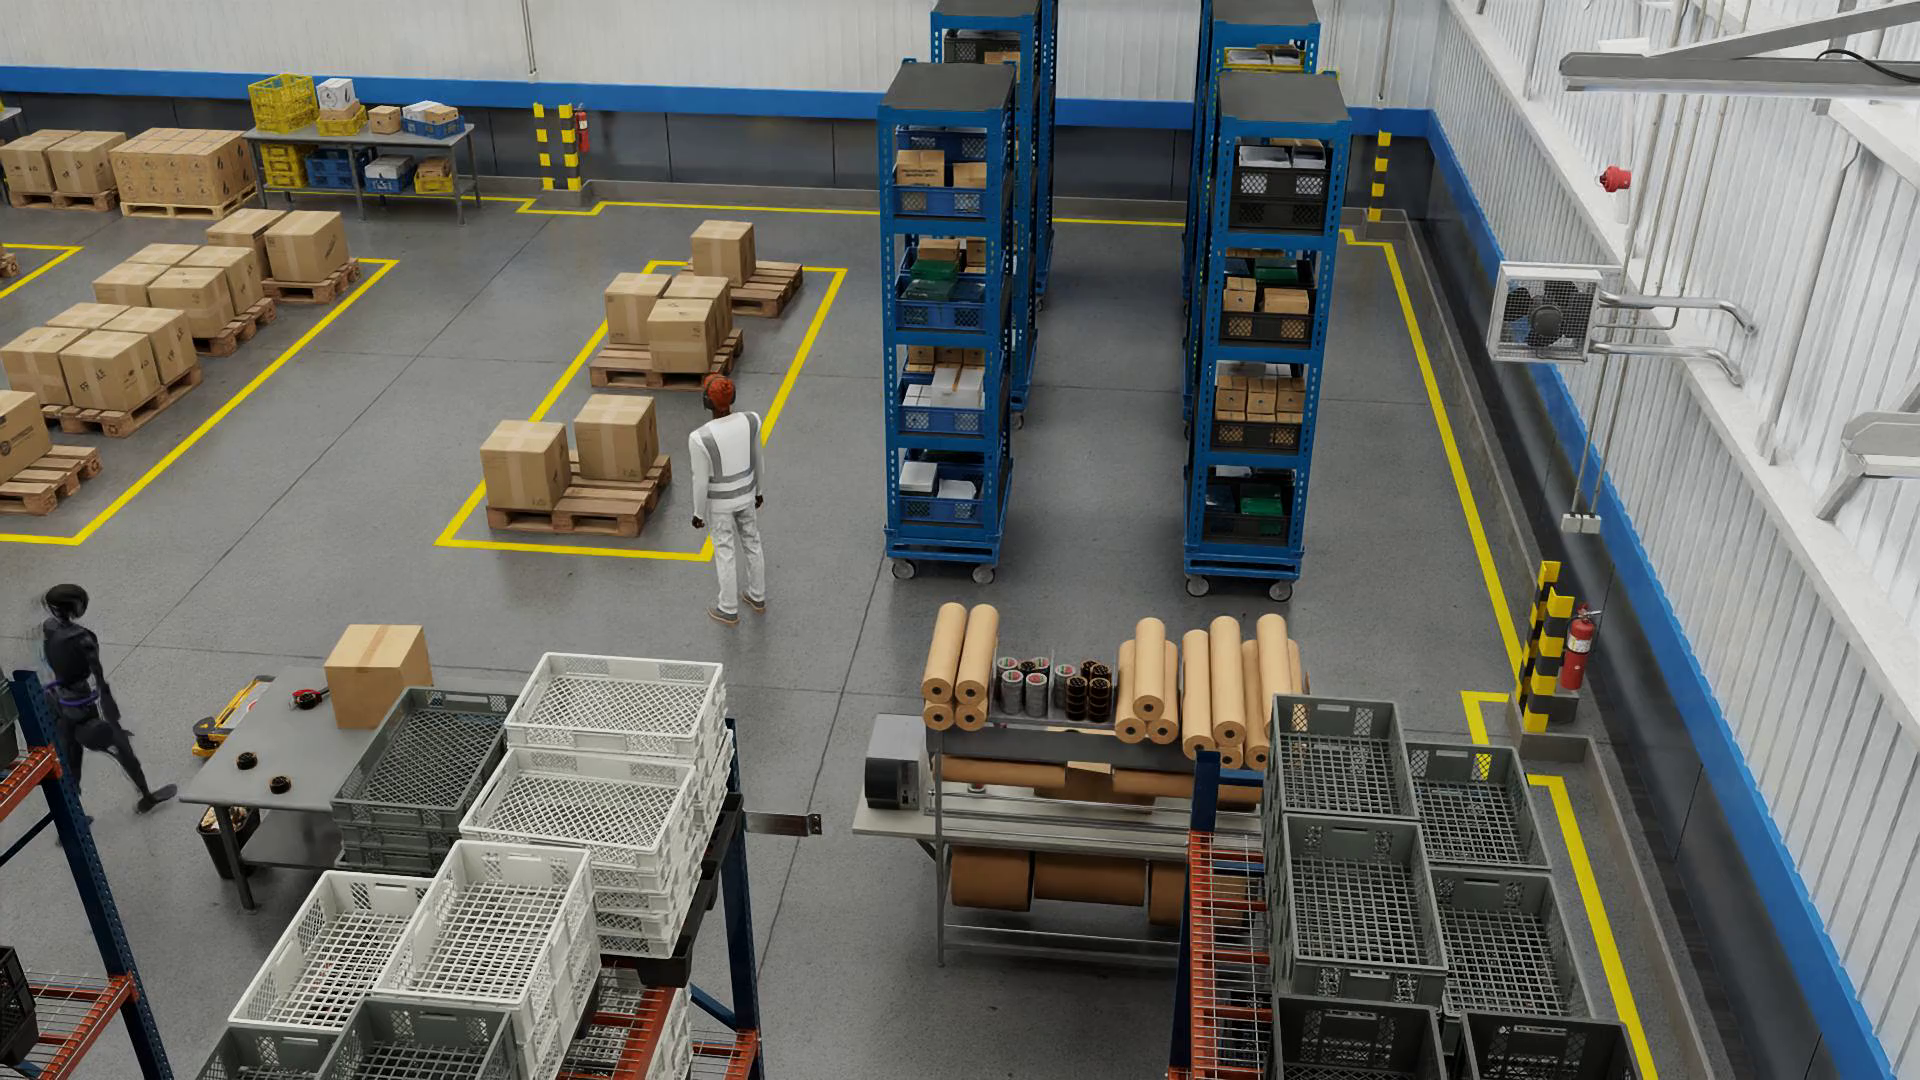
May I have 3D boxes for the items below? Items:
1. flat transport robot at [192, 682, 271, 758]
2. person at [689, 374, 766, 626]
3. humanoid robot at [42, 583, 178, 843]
[{"bbox_3d":[-4.089,1.163,10.648,1.431,0.197,0.652,3,30,6],"label":"flat transport robot"},{"bbox_3d":[-1.606,-0.279,11.548,0.573,1.882,0.355,-23,37,-34],"label":"person"},{"bbox_3d":[-5.056,0.985,9.619,0.707,1.617,0.724,18,35,28],"label":"humanoid robot"}]
